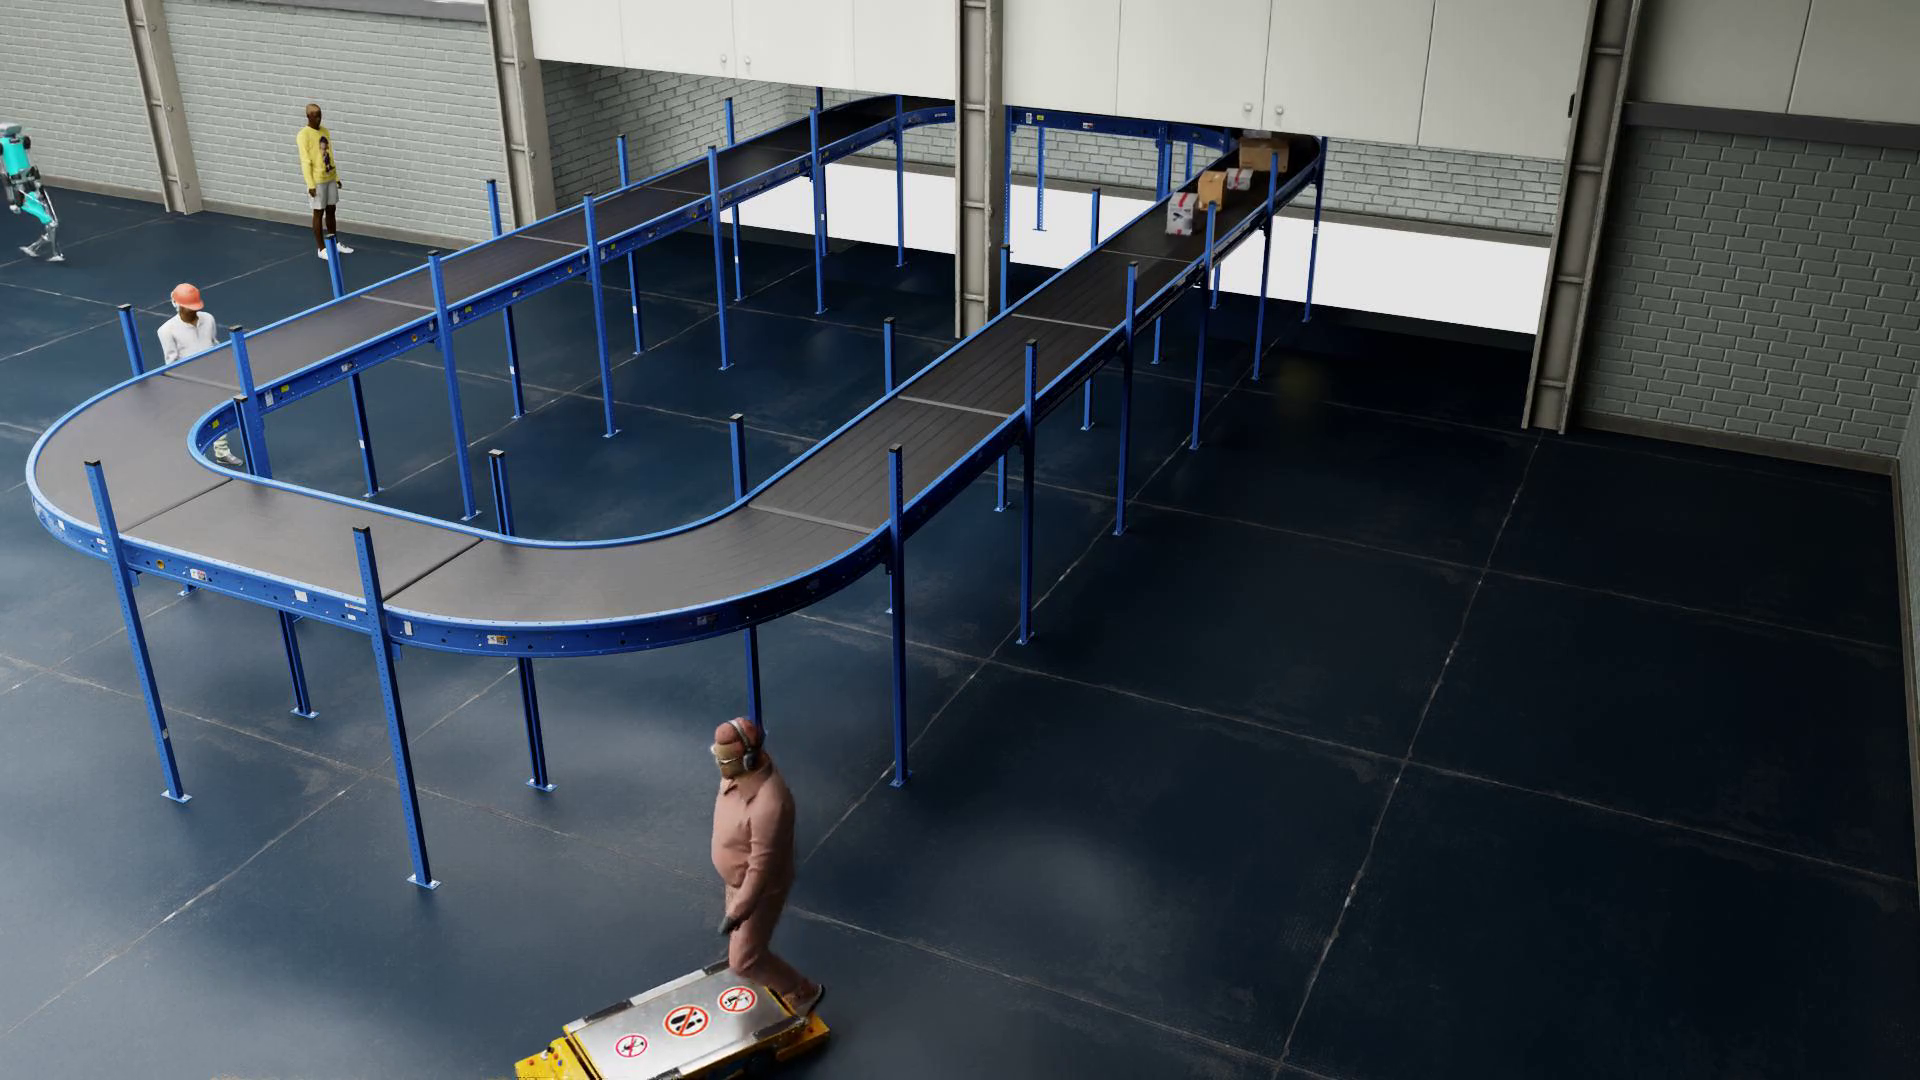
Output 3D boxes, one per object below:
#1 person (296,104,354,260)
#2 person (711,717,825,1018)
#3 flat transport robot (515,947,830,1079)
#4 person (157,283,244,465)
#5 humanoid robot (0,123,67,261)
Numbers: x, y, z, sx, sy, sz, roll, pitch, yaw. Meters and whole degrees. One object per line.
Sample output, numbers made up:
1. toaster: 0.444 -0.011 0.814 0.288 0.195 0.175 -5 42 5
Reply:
1. person: -7.903 -4.446 20.602 0.375 1.900 0.544 9 28 17
2. person: -1.003 1.684 8.270 0.486 1.883 0.654 -11 28 -21
3. flat transport robot: -1.438 2.539 8.359 1.431 0.231 0.659 -16 31 -30
4. person: -6.698 -1.423 14.682 0.335 1.742 0.562 13 29 25
5. humanoid robot: -11.254 -4.186 20.263 1.006 1.738 0.547 8 28 16
